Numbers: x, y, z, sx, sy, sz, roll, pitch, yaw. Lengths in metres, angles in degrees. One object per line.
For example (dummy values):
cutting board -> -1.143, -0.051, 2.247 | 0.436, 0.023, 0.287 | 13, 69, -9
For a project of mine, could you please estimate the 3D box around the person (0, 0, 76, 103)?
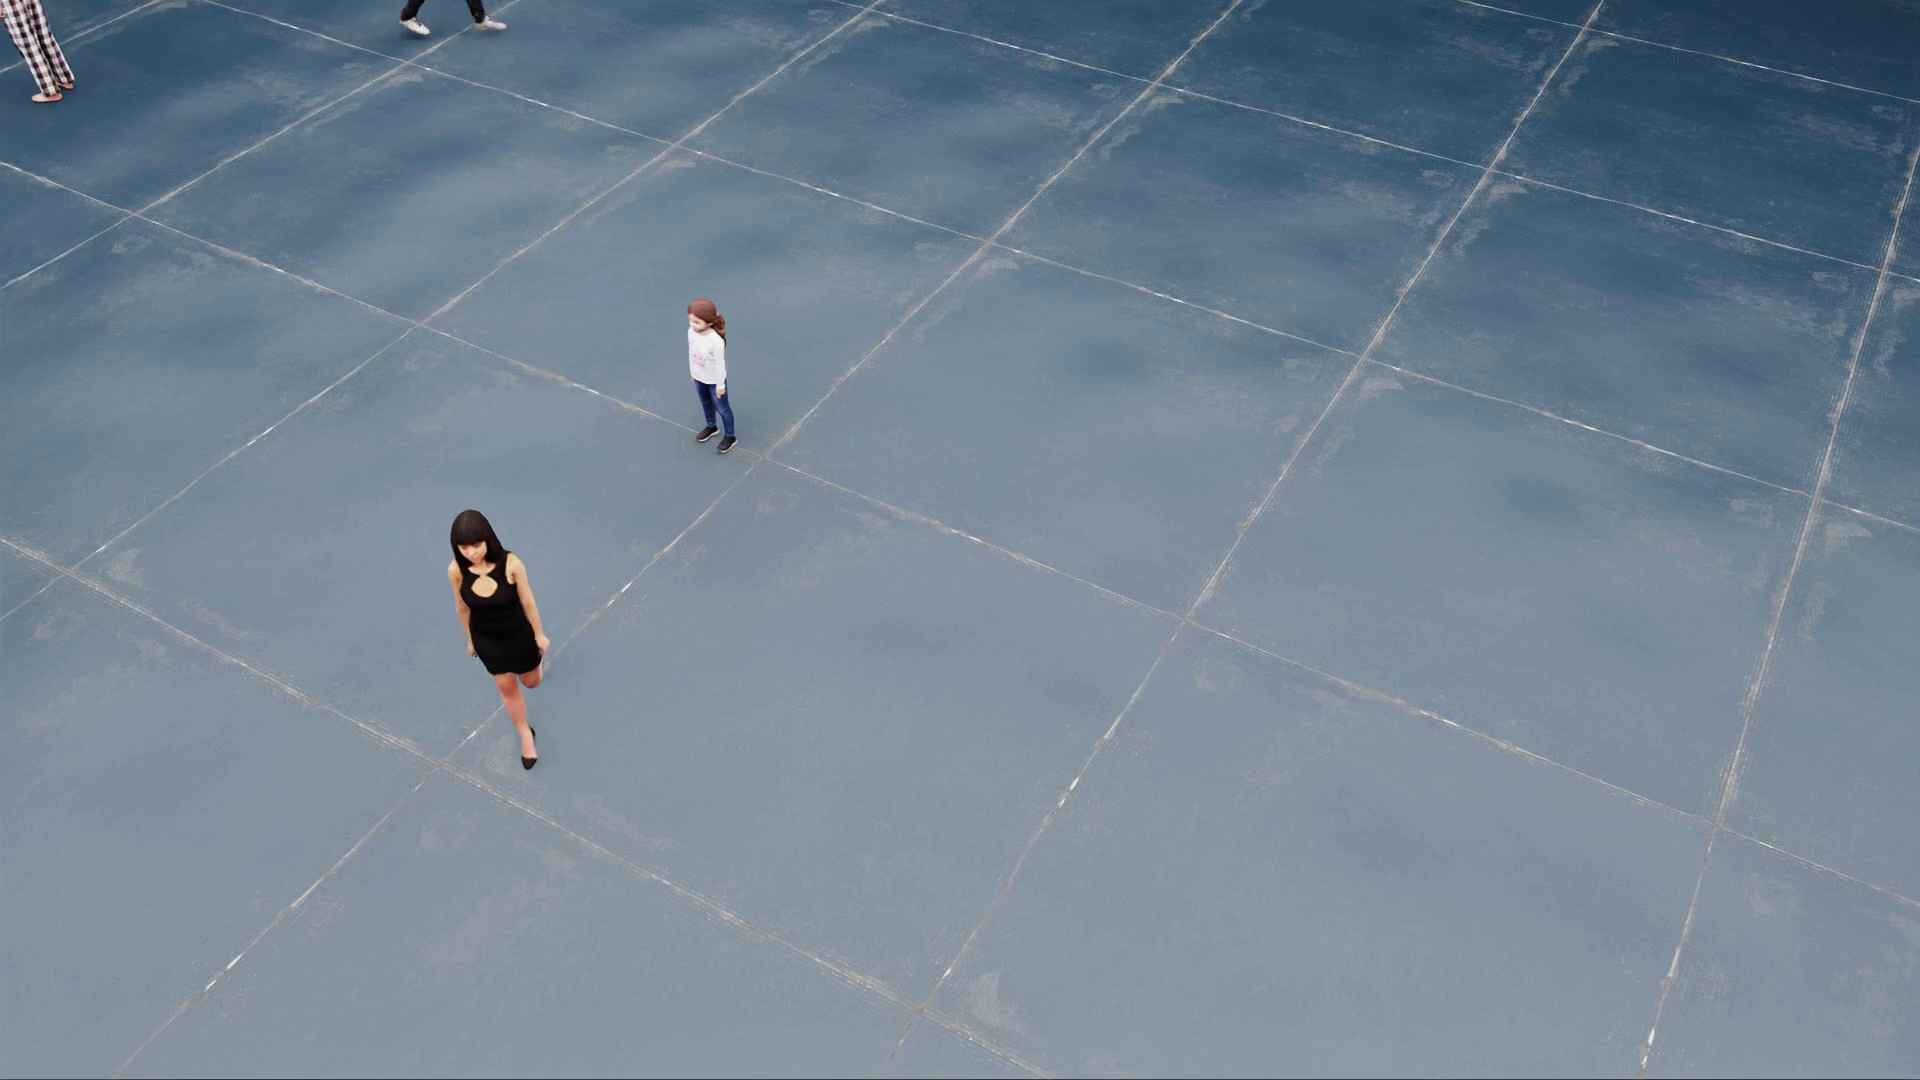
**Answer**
person -> -7.908, -4.573, 13.888 | 0.760, 1.847, 0.609 | 6, 43, 7

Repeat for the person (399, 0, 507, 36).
person -> -4.739, -5.284, 14.770 | 1.056, 1.715, 1.202 | 2, 42, 2

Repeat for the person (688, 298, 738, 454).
person -> -1.589, -1.066, 10.575 | 0.463, 1.110, 0.489 | 28, 49, 27

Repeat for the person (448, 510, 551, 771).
person -> -2.321, 0.439, 8.527 | 0.852, 1.635, 0.960 | -4, 42, -4
